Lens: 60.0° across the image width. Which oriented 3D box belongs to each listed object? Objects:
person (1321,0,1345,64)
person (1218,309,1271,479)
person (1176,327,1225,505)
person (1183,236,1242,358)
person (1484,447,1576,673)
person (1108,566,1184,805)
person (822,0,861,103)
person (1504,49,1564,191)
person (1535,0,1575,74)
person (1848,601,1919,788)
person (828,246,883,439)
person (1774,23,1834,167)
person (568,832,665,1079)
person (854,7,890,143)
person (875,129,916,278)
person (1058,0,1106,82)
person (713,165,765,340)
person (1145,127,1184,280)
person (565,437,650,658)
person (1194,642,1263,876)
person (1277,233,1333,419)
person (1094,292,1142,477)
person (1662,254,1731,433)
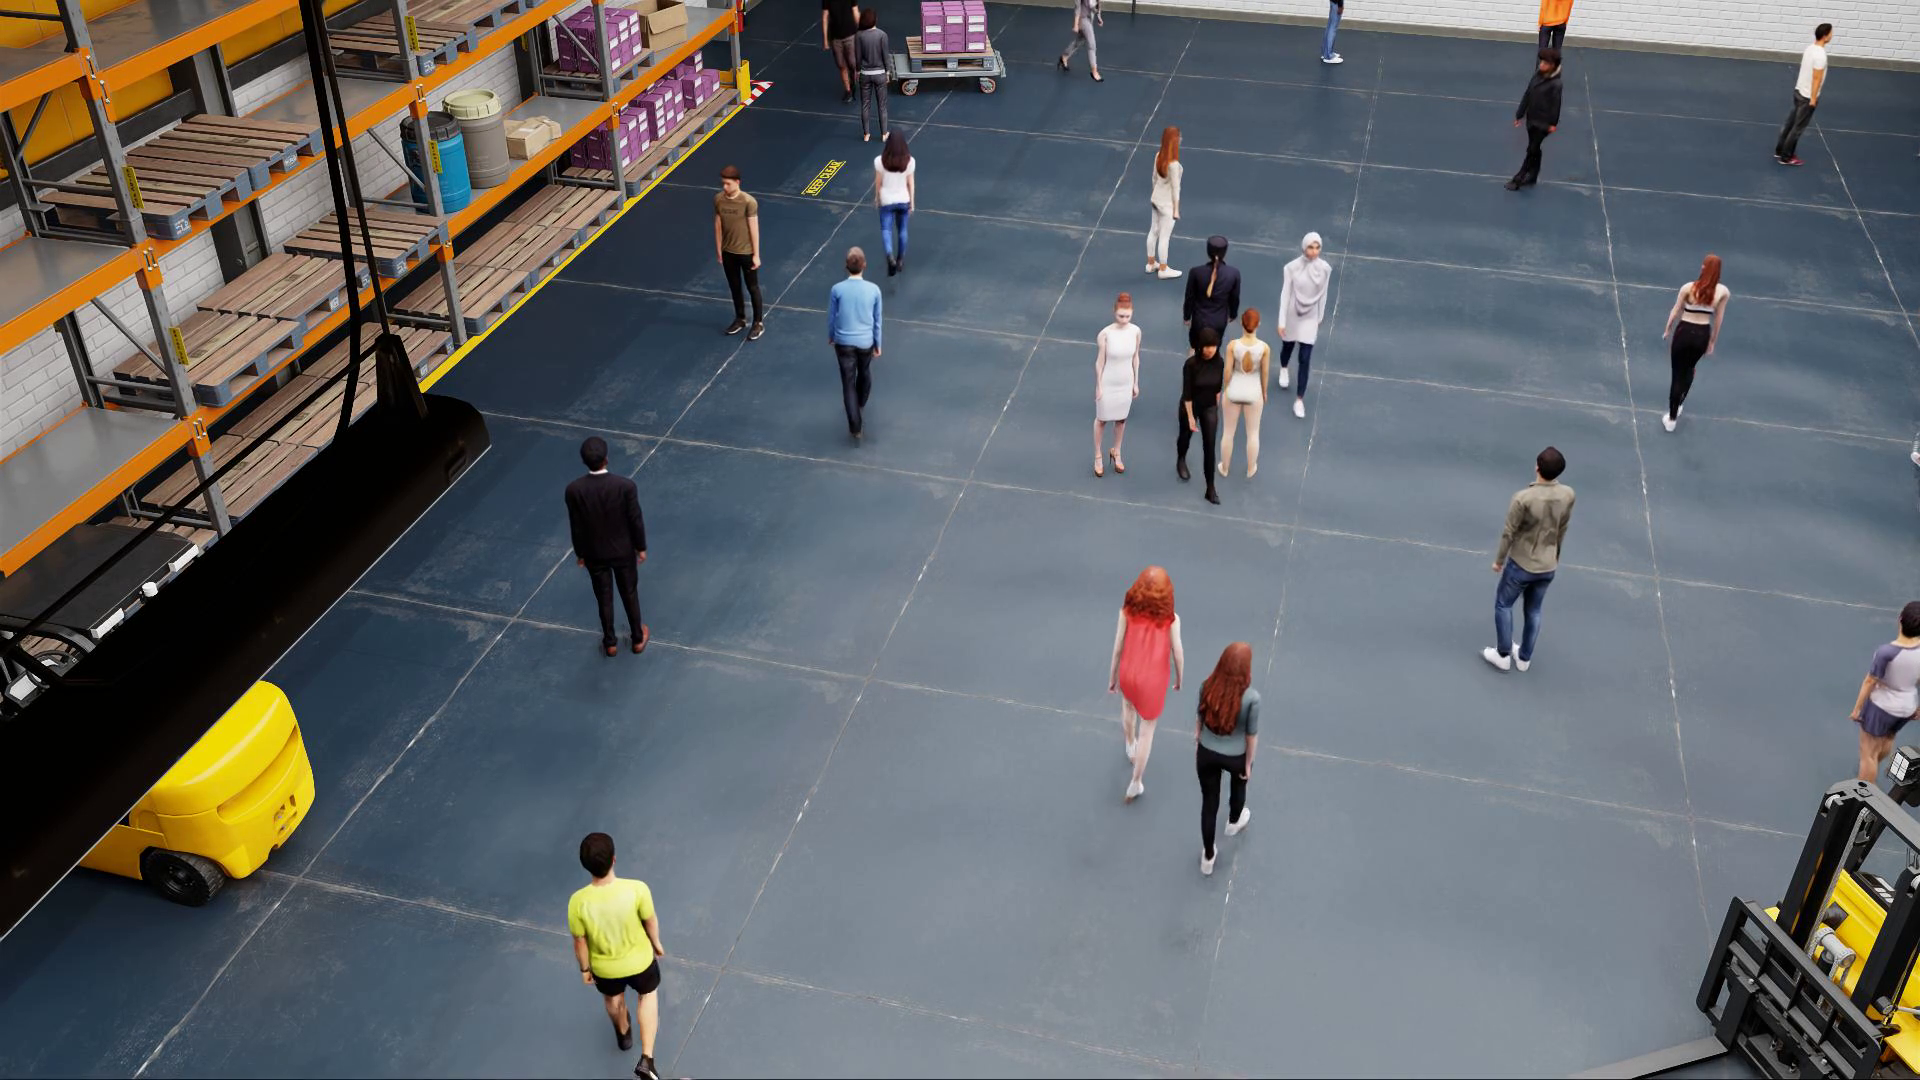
[{"bbox_3d":[5.641,-8.070,24.928,0.701,1.750,0.547,1,34,1],"label":"person"},{"bbox_3d":[2.530,-1.301,14.841,0.584,1.644,0.513,3,34,5],"label":"person"},{"bbox_3d":[2.066,-1.174,14.694,0.853,1.596,1.106,-6,34,-9],"label":"person"},{"bbox_3d":[2.397,-2.069,15.982,0.767,1.660,0.732,1,34,1],"label":"person"},{"bbox_3d":[4.265,0.190,12.419,0.790,1.842,0.781,-7,34,-11],"label":"person"},{"bbox_3d":[1.213,1.023,11.204,0.646,1.800,0.863,10,35,15],"label":"person"},{"bbox_3d":[-1.625,-7.115,23.411,0.764,1.840,0.725,1,34,1],"label":"person"},{"bbox_3d":[7.263,-5.233,20.660,1.036,1.750,0.983,-17,37,-24],"label":"person"},{"bbox_3d":[8.542,-7.410,23.937,0.678,1.748,0.648,-1,34,-1],"label":"person"},{"bbox_3d":[6.312,1.131,11.269,0.836,1.548,0.874,-8,35,-12],"label":"person"},{"bbox_3d":[-0.983,-1.813,15.493,0.993,1.775,1.264,-6,34,-8],"label":"person"},{"bbox_3d":[10.865,-5.745,21.382,0.726,1.802,0.530,2,34,3],"label":"person"},{"bbox_3d":[-1.887,2.358,9.290,0.860,1.695,1.030,-6,34,-9],"label":"person"},{"bbox_3d":[-1.158,-6.178,22.064,0.635,1.770,0.561,4,34,5],"label":"person"},{"bbox_3d":[-0.720,-3.673,18.387,0.797,1.669,1.016,-2,34,-3],"label":"person"},{"bbox_3d":[1.758,-7.551,24.250,0.907,1.636,1.112,19,38,26],"label":"person"},{"bbox_3d":[-2.271,-2.997,17.206,0.687,1.849,0.605,12,36,18],"label":"person"},{"bbox_3d":[2.266,-3.745,18.459,0.745,1.709,0.673,-16,37,-22],"label":"person"},{"bbox_3d":[-2.655,0.062,12.574,0.769,1.883,0.711,-4,34,-6],"label":"person"},{"bbox_3d":[1.660,1.438,10.650,0.663,1.721,0.900,12,35,18],"label":"person"},{"bbox_3d":[3.250,-2.144,16.025,0.733,1.736,1.169,3,34,5],"label":"person"},{"bbox_3d":[1.389,-1.382,14.822,0.635,1.799,0.641,-8,34,-12],"label":"person"},{"bbox_3d":[6.835,-1.804,15.526,0.615,1.724,0.729,5,34,8],"label":"person"}]
